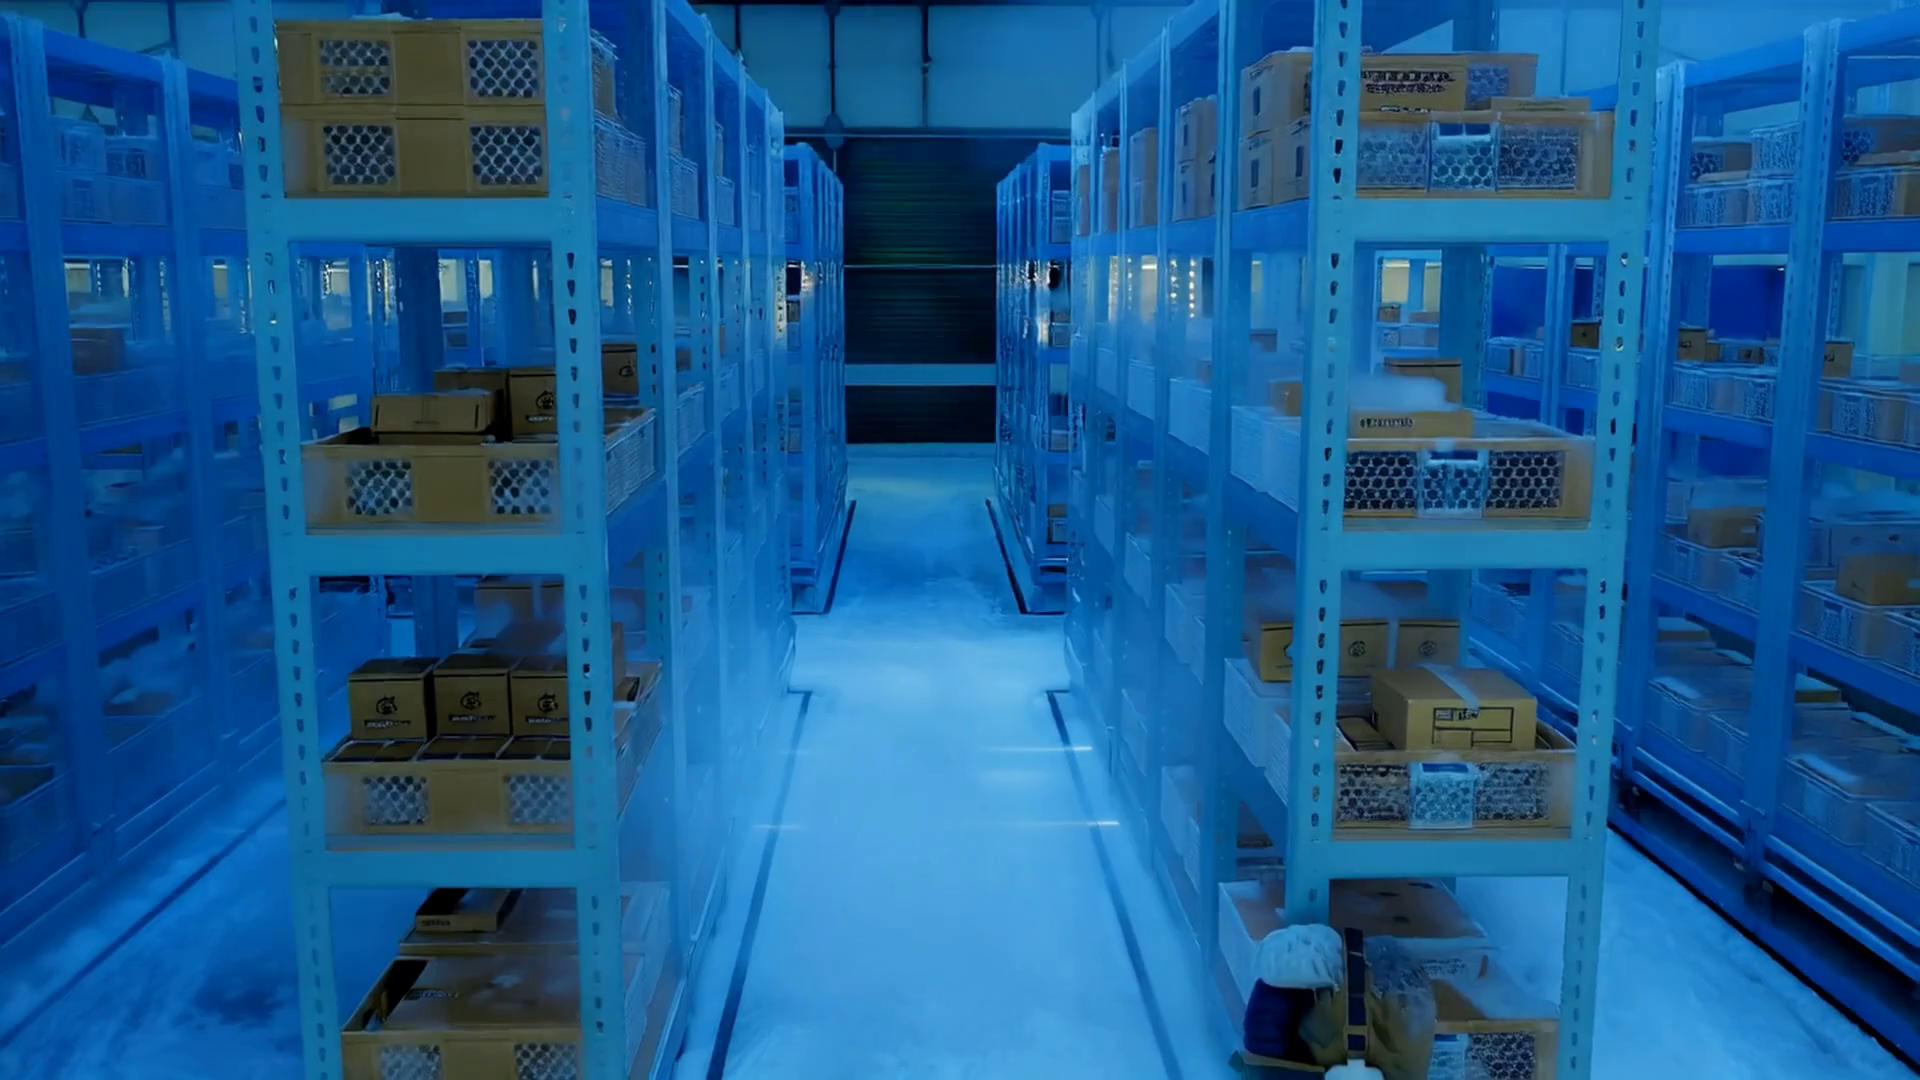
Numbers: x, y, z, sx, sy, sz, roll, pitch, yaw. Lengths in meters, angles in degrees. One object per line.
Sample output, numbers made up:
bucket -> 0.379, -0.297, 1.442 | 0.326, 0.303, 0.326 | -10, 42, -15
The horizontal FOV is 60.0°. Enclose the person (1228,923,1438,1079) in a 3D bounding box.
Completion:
person -> 0.442, 1.401, 2.106 | 0.410, 1.909, 0.642 | 1, 9, 4
